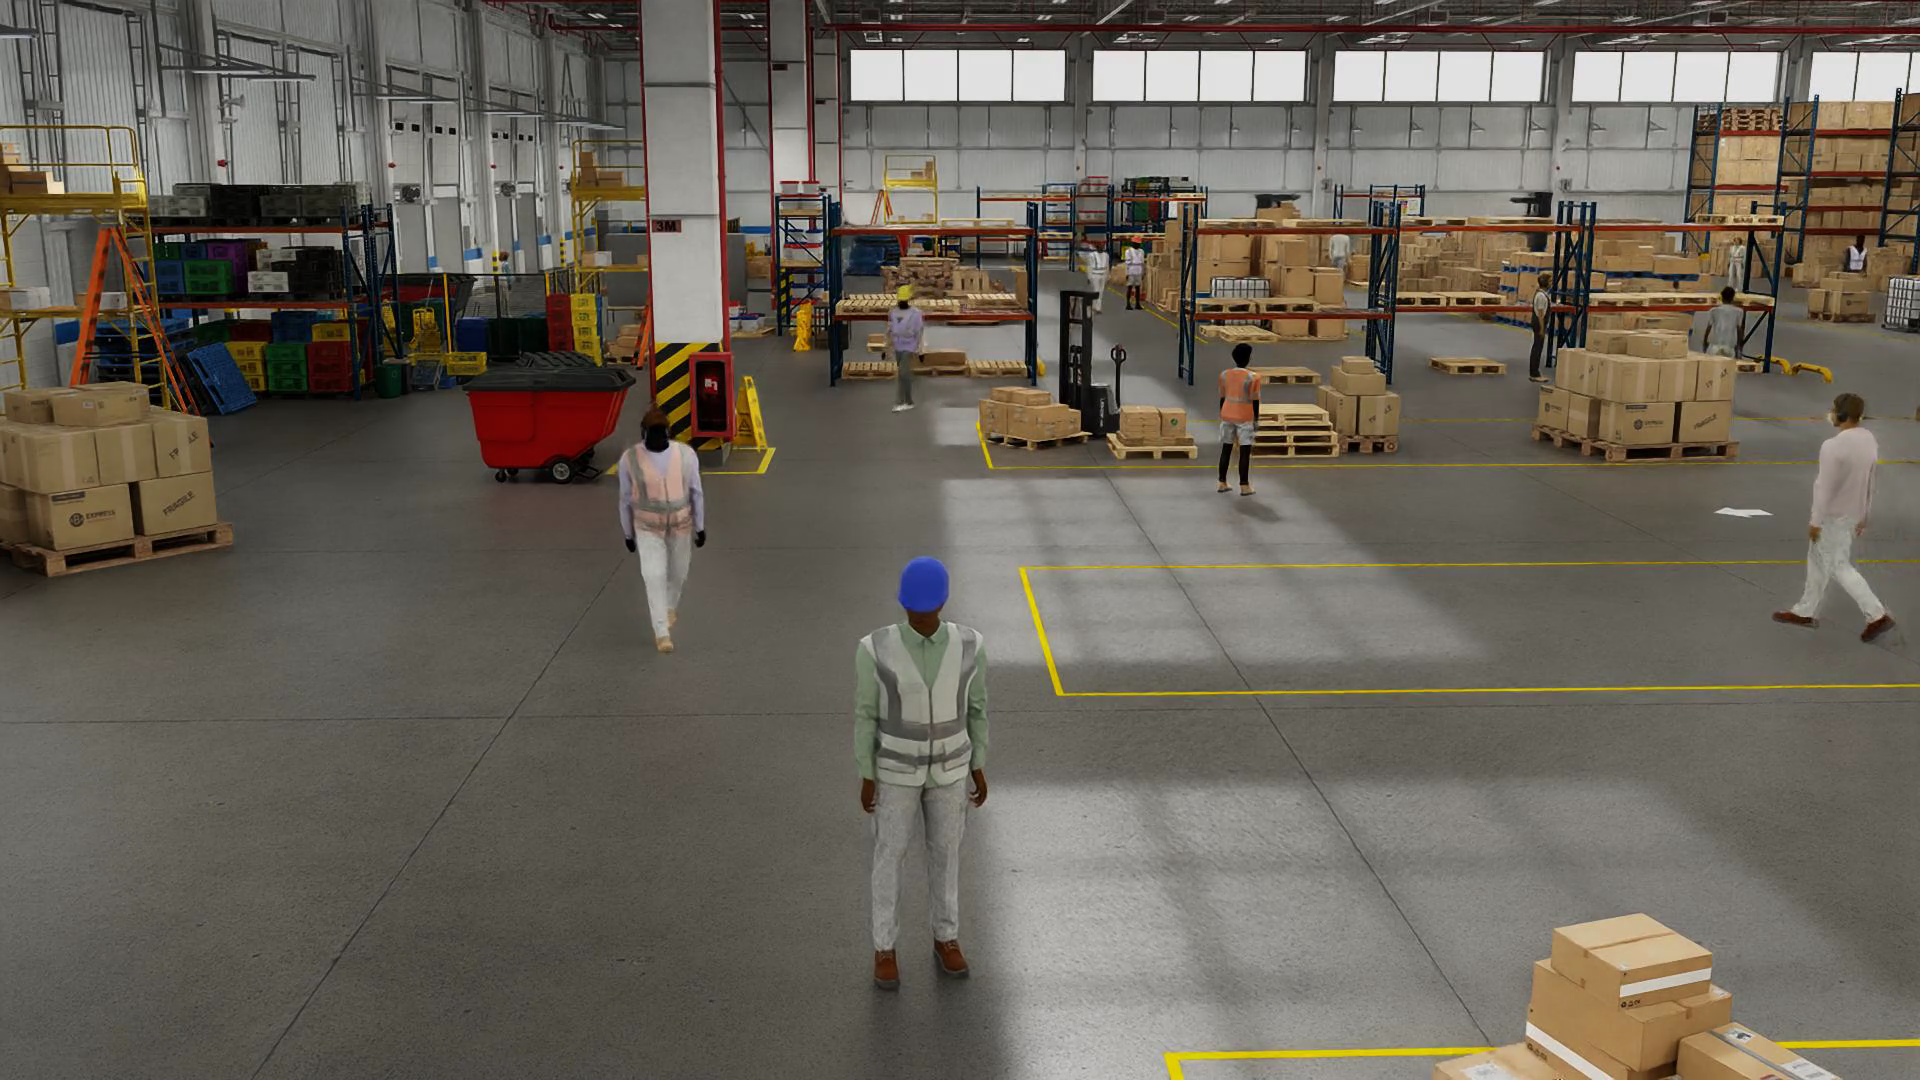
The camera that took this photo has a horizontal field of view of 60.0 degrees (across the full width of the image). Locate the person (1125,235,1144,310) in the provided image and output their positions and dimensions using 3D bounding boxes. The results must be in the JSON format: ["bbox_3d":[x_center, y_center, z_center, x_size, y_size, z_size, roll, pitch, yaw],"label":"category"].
[{"bbox_3d":[4.554,-6.947,43.254,0.562,1.931,0.379,-5,13,-21],"label":"person"}]

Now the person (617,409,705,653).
[{"bbox_3d":[-2.277,-0.114,12.666,0.621,1.817,0.817,-5,14,-22],"label":"person"}]

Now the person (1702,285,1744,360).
[{"bbox_3d":[11.746,-2.991,25.611,0.537,1.842,0.892,3,13,15],"label":"person"}]

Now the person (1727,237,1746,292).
[{"bbox_3d":[23.247,-8.253,49.811,0.310,1.638,0.523,-9,16,-36],"label":"person"}]

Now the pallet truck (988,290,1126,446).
[{"bbox_3d":[1.257,-2.299,22.111,1.885,1.965,0.823,-9,15,-35],"label":"pallet truck"}]

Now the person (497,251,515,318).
[{"bbox_3d":[-11.180,-6.259,40.832,0.313,1.634,0.515,-10,16,-38],"label":"person"}]

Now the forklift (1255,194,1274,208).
[{"bbox_3d":[9.979,-9.959,54.685,1.873,2.768,1.129,7,14,27],"label":"forklift"}]

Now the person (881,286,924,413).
[{"bbox_3d":[-0.893,-2.841,24.813,0.655,1.879,0.740,10,16,38],"label":"person"}]

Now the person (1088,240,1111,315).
[{"bbox_3d":[3.505,-6.561,41.639,0.614,1.868,0.452,-7,14,-28],"label":"person"}]

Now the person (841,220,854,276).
[{"bbox_3d":[-3.945,-10.006,57.083,0.651,1.920,0.435,-10,16,-38],"label":"person"}]

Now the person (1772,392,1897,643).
[{"bbox_3d":[6.810,-0.179,12.759,0.638,1.910,0.936,-9,15,-35],"label":"person"}]

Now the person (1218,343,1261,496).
[{"bbox_3d":[3.100,-1.342,18.499,0.534,1.692,0.321,11,17,41],"label":"person"}]

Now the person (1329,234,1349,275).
[{"bbox_3d":[11.752,-8.800,51.718,0.632,1.884,1.033,1,13,5],"label":"person"}]

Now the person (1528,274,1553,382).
[{"bbox_3d":[9.945,-3.627,28.454,0.339,1.846,0.514,3,13,14],"label":"person"}]

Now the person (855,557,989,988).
[{"bbox_3d":[-0.159,1.008,7.314,0.605,1.939,0.411,-3,13,-14],"label":"person"}]

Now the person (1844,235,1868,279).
[{"bbox_3d":[23.943,-7.186,44.404,0.619,1.895,0.593,-2,13,-10],"label":"person"}]

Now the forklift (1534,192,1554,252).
[{"bbox_3d":[21.012,-11.154,60.080,1.873,2.768,1.129,0,12,-2],"label":"forklift"}]

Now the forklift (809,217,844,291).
[{"bbox_3d":[-4.375,-8.619,48.637,1.873,2.768,1.129,0,12,-2],"label":"forklift"}]
